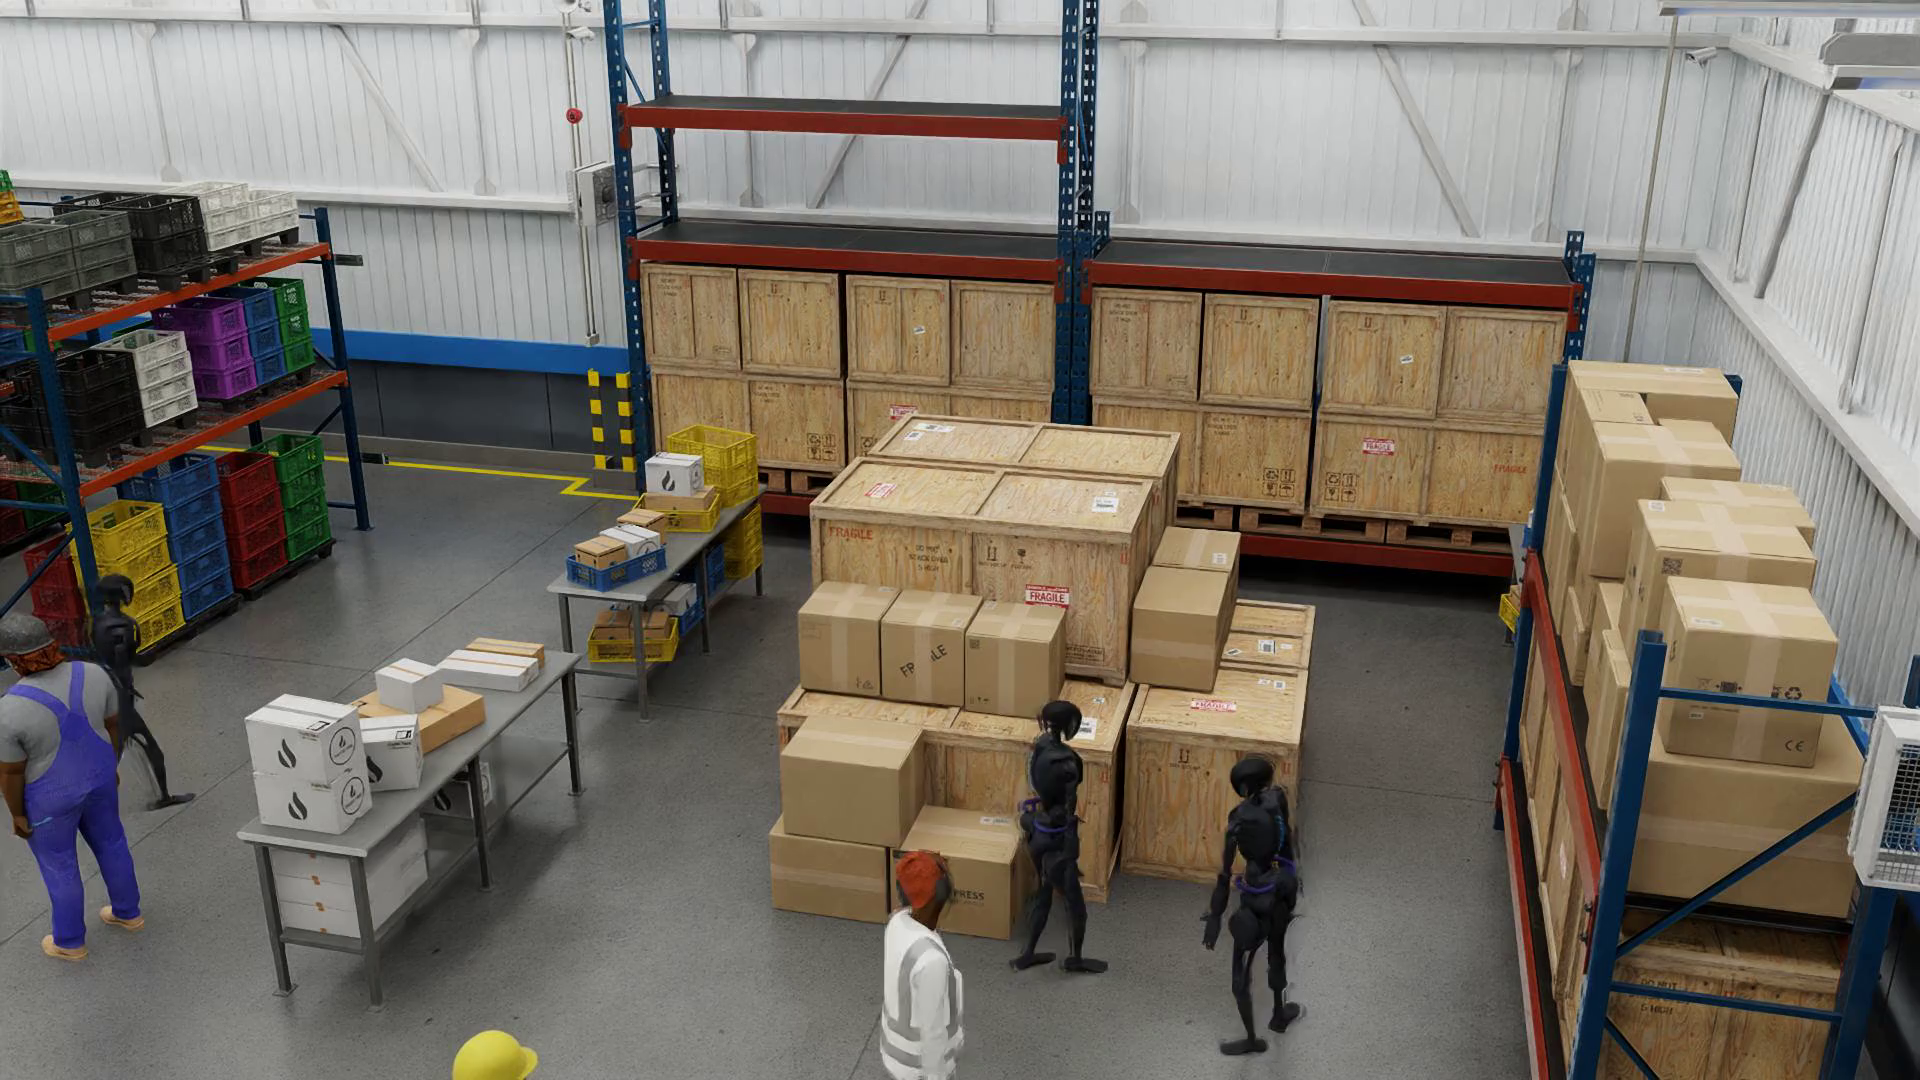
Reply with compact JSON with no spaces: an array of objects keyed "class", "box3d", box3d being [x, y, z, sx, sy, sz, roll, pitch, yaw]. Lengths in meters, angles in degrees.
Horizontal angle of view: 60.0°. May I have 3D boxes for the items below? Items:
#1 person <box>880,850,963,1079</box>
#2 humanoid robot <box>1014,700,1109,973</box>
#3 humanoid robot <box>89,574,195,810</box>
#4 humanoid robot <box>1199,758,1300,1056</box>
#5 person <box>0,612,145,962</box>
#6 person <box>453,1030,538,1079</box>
[{"class":"person","box3d":[-0.168,2.207,7.071,0.340,1.848,0.675,-4,21,-11]},{"class":"humanoid robot","box3d":[0.536,1.594,8.927,0.492,1.642,0.648,-7,22,-18]},{"class":"humanoid robot","box3d":[-5.385,1.006,10.498,0.718,1.636,0.603,-13,24,-30]},{"class":"humanoid robot","box3d":[1.512,1.797,8.402,0.351,1.641,0.660,19,28,40]},{"class":"person","box3d":[-4.938,1.323,9.107,0.535,2.000,0.678,11,24,27]},{"class":"person","box3d":[-1.602,2.585,5.957,0.586,1.930,0.361,17,27,37]}]
